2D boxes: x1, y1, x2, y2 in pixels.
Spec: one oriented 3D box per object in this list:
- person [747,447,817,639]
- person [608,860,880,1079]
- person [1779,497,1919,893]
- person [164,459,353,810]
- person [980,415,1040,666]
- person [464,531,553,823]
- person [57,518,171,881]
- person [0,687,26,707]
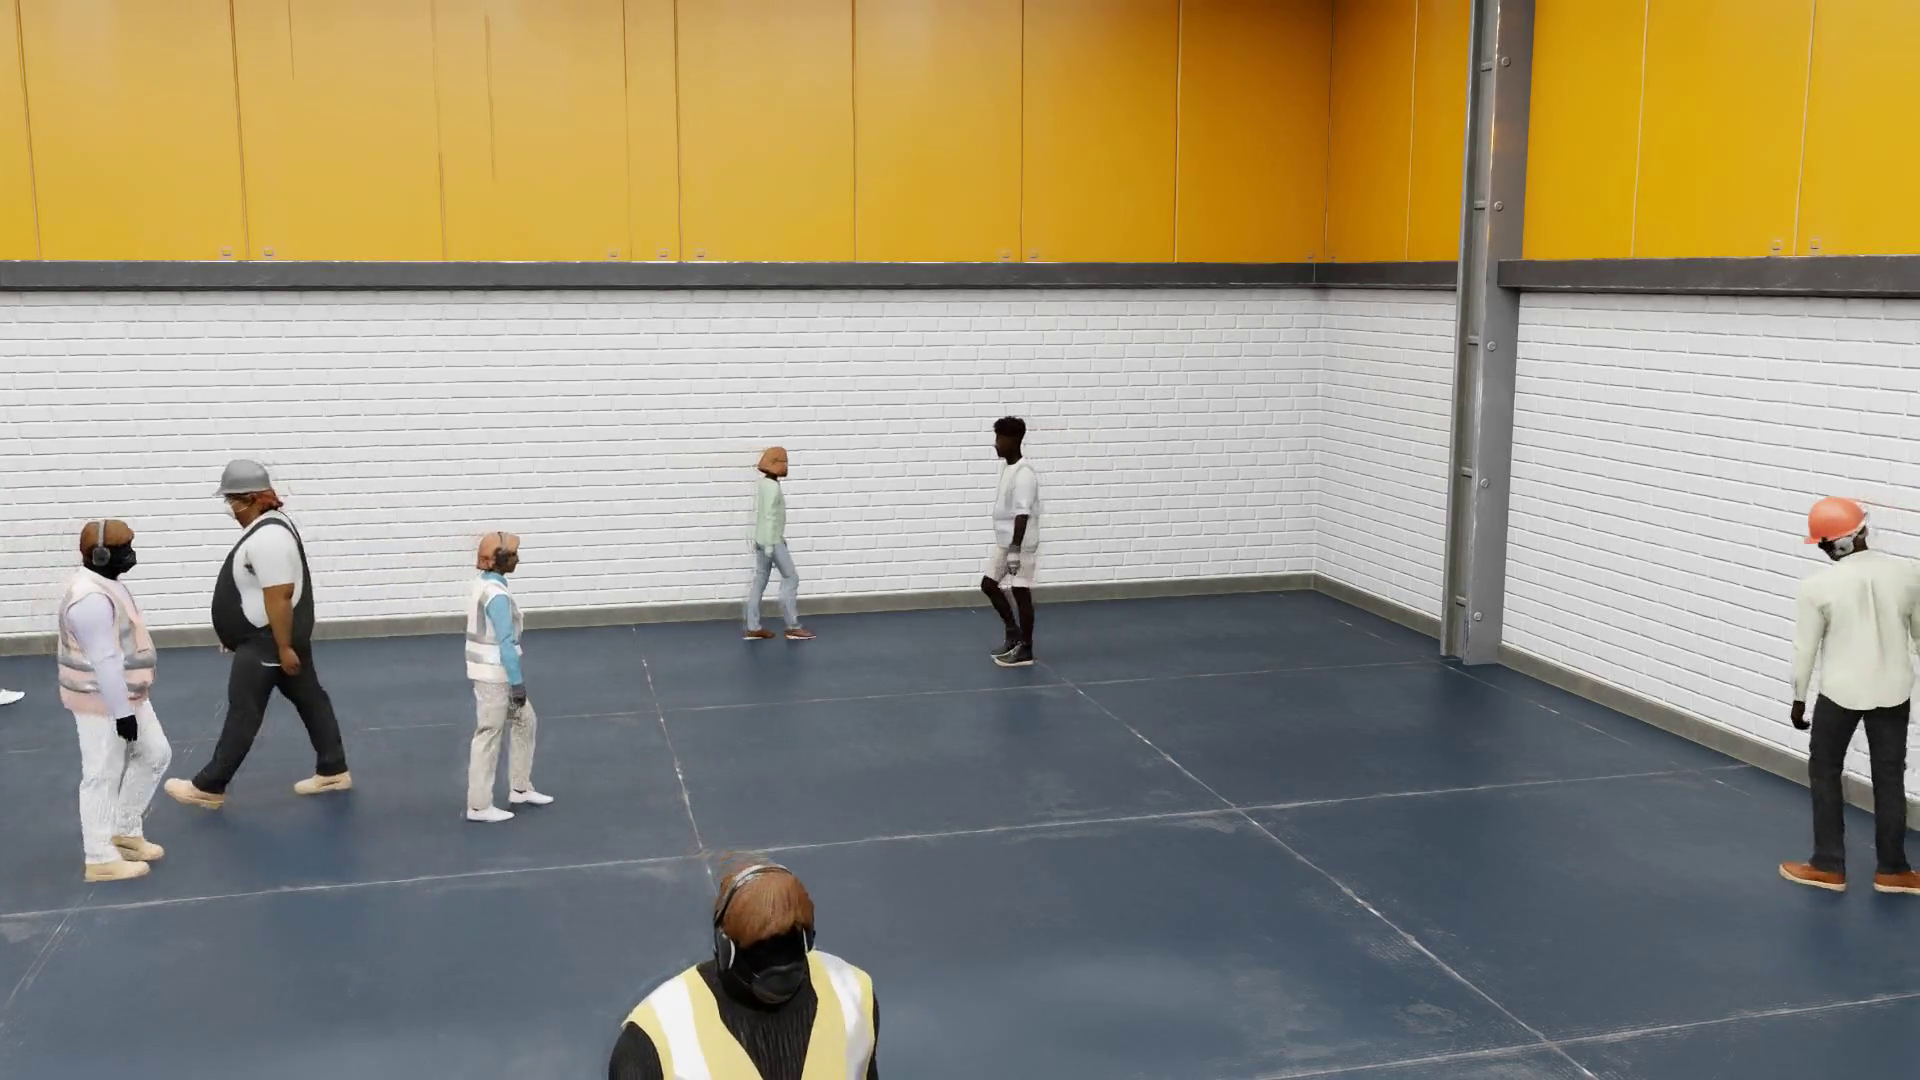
[{"bbox_3d":[-1.472,0.029,13.765,0.681,1.607,0.507,-3,10,-18],"label":"person"},{"bbox_3d":[-0.483,1.547,3.707,0.648,1.811,0.821,-5,10,-28],"label":"person"},{"bbox_3d":[4.478,0.768,8.162,0.769,1.951,0.391,2,9,9],"label":"person"},{"bbox_3d":[-4.012,0.501,9.496,1.008,2.000,0.685,-2,9,-14],"label":"person"},{"bbox_3d":[0.378,0.016,12.792,0.465,1.949,0.645,-2,9,-13],"label":"person"},{"bbox_3d":[-2.483,0.753,9.213,0.620,1.612,0.552,-4,10,-22],"label":"person"},{"bbox_3d":[-4.202,0.801,8.297,0.488,1.827,0.623,-3,9,-16],"label":"person"},{"bbox_3d":[-6.939,0.249,11.544,0.889,1.893,0.590,-2,9,-14],"label":"person"}]
